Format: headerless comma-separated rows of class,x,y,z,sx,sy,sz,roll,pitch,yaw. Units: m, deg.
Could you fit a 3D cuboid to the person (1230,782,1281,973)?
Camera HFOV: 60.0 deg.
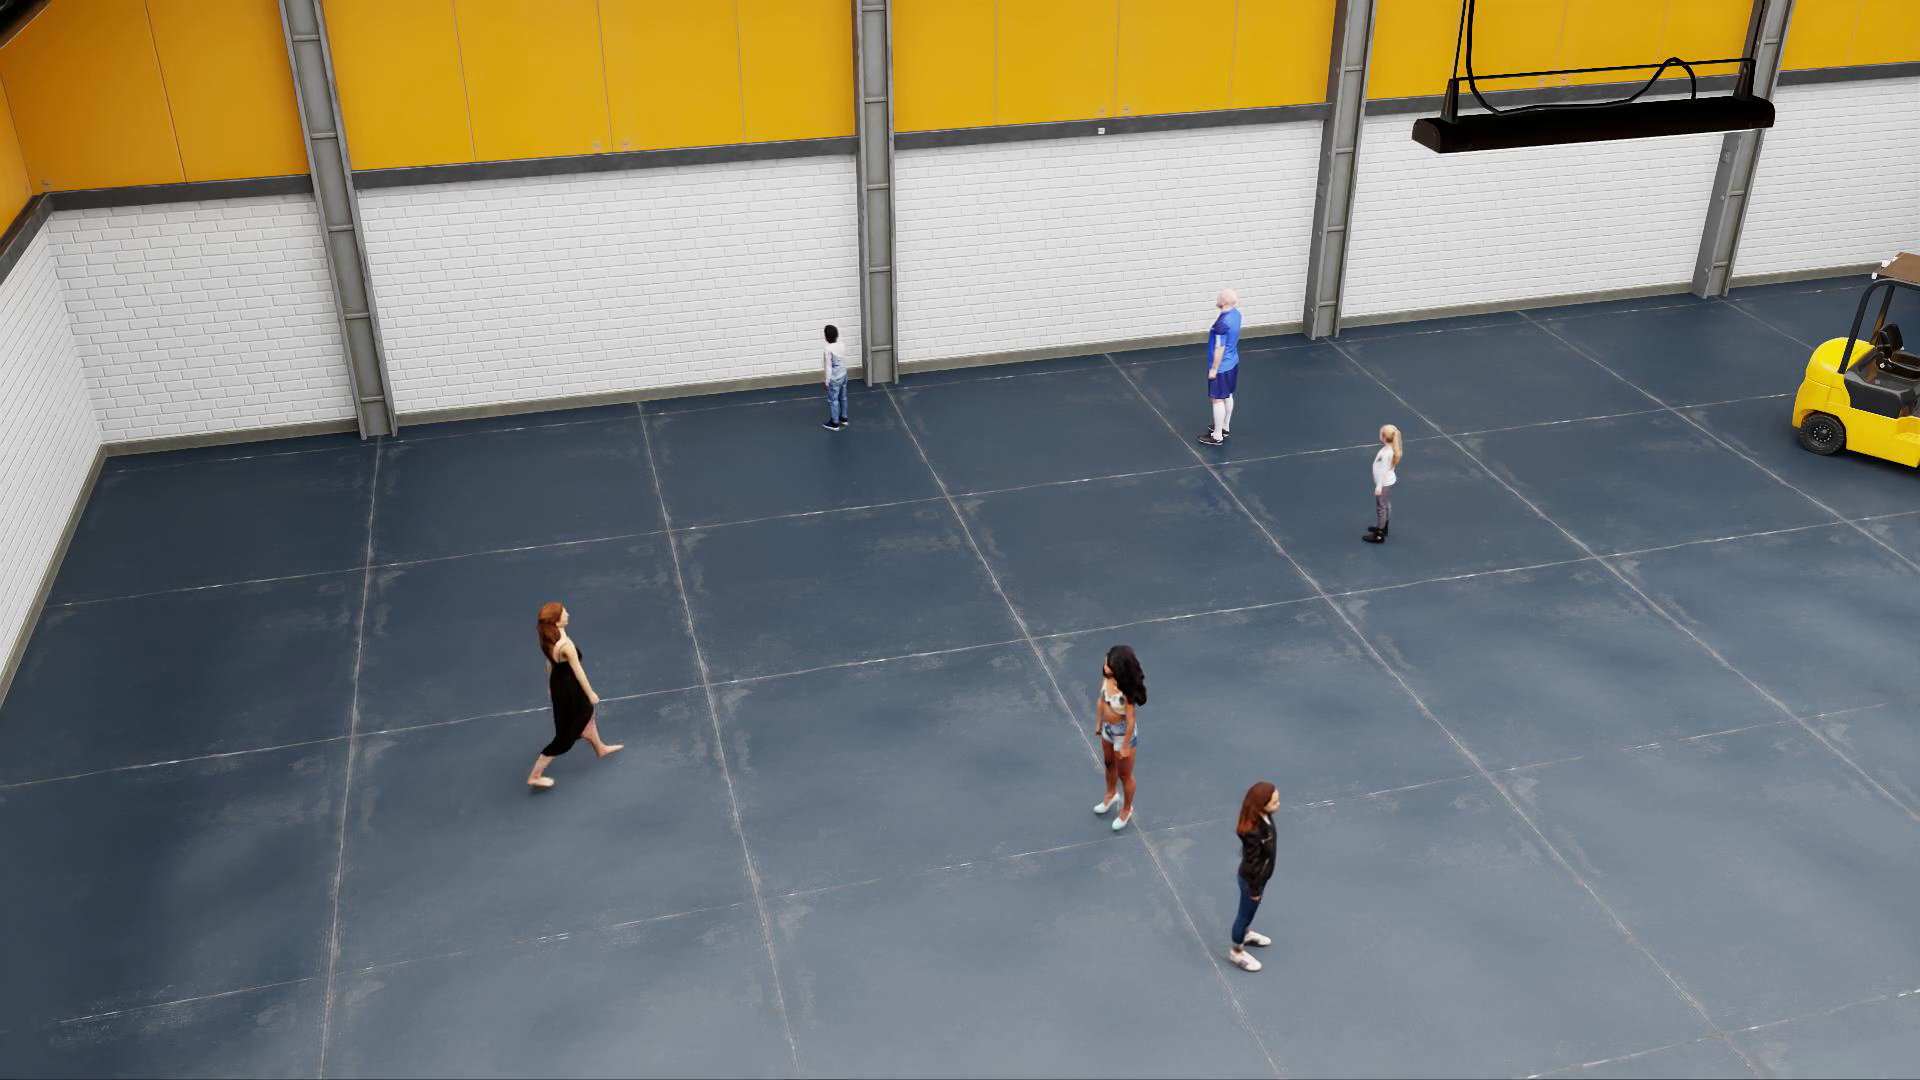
person,2.012,2.268,11.432,0.688,1.482,0.656,11,30,19

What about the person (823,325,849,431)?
person,-1.450,-1.908,19.322,0.622,1.259,0.551,21,35,33

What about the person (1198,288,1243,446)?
person,2.978,-1.989,18.859,0.804,1.844,0.749,15,32,25

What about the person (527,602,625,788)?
person,-3.194,1.254,13.181,1.155,1.588,0.801,-18,33,-29

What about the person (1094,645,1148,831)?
person,1.214,1.495,12.707,0.639,1.620,0.622,-15,32,-25

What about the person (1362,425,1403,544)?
person,4.321,-0.584,16.875,0.638,1.279,0.577,16,32,27
